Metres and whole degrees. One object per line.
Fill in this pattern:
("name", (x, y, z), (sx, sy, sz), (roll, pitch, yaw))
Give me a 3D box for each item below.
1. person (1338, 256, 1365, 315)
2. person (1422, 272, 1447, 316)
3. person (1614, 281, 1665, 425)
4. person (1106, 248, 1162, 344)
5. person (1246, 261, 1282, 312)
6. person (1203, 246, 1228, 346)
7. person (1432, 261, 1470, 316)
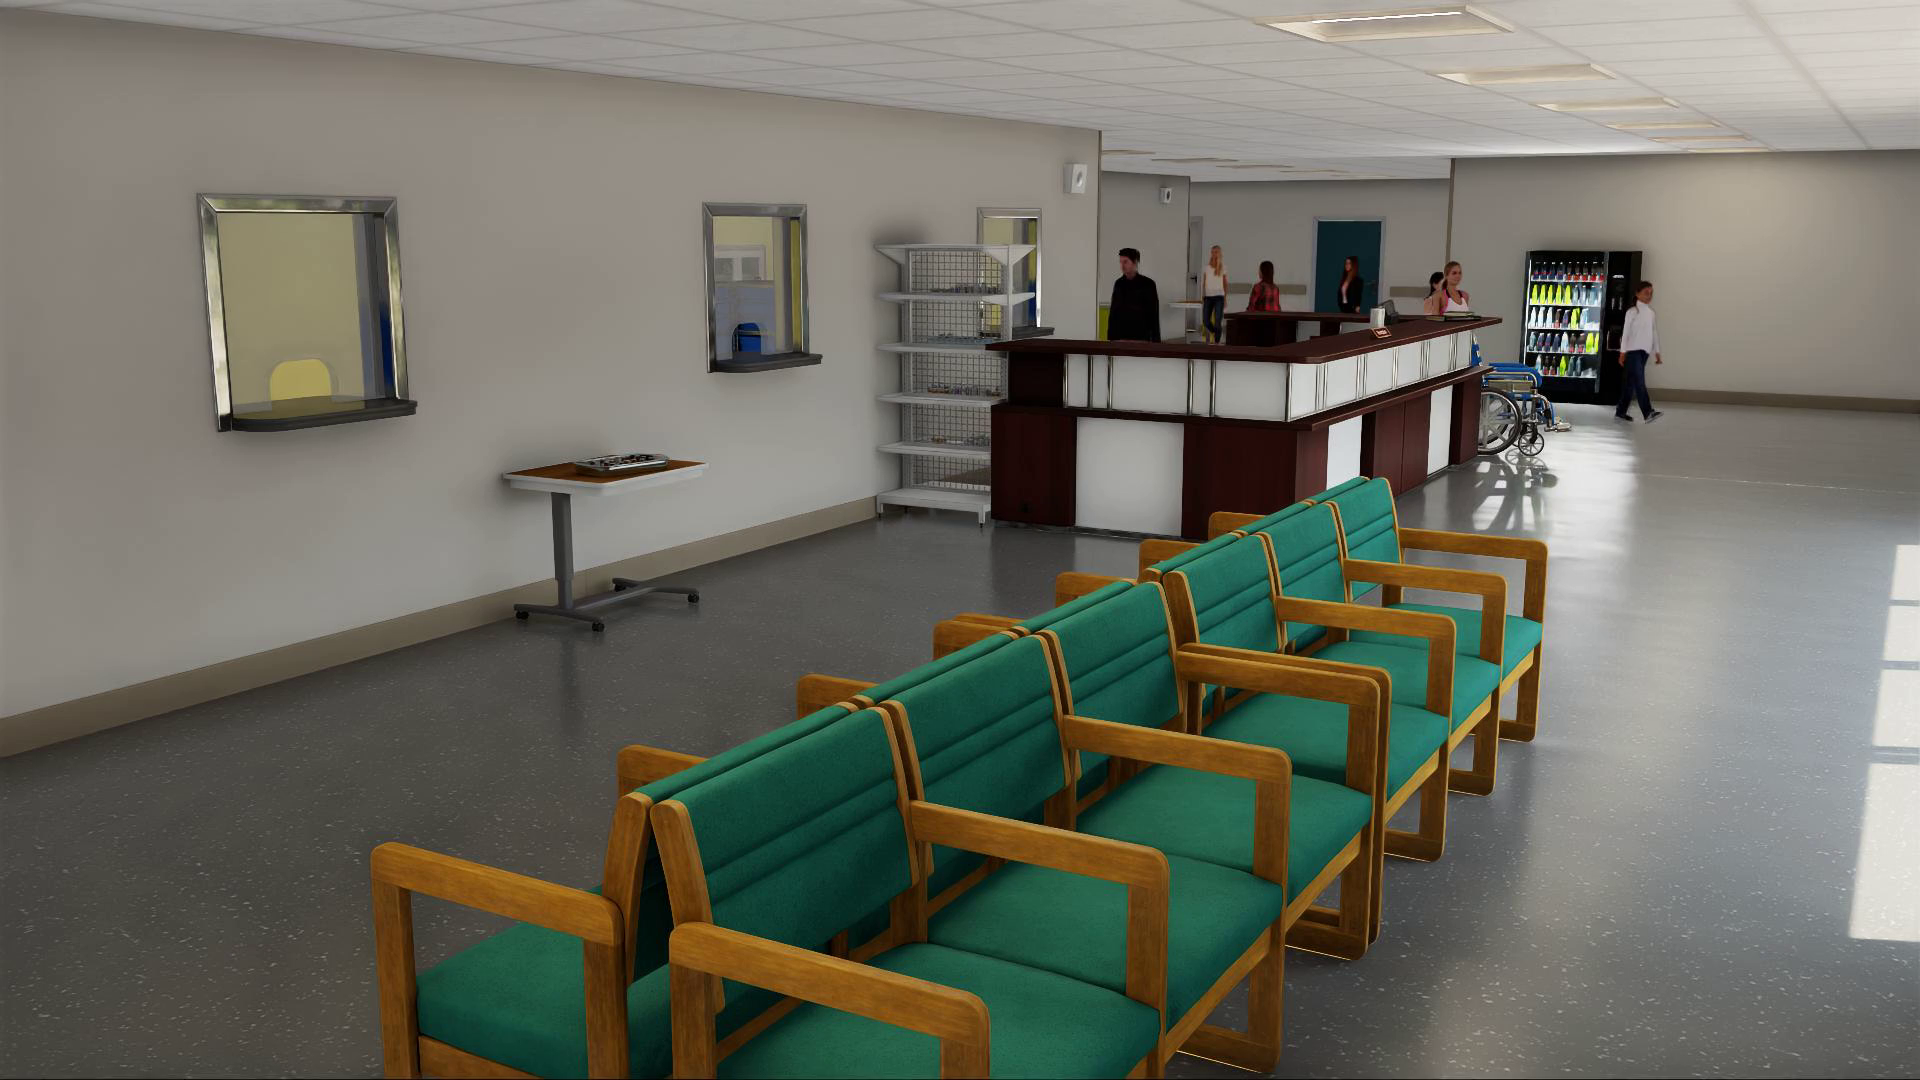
("person", (5.697, -3.243, 24.038), (0.800, 1.705, 0.706), (-5, 12, -25))
("person", (5.080, -2.082, 18.095), (0.642, 1.638, 0.626), (9, 14, 41))
("person", (7.292, -2.011, 18.038), (0.953, 1.521, 1.063), (-4, 11, -19))
("person", (1.816, -2.017, 17.028), (0.668, 1.908, 0.842), (8, 14, 38))
("person", (3.924, -2.660, 21.072), (0.798, 1.664, 1.171), (-10, 15, -43))
("person", (4.289, -3.991, 27.736), (0.777, 1.795, 0.648), (6, 12, 29))
("person", (4.950, -1.923, 16.860), (0.686, 1.788, 0.721), (-4, 12, -21))
